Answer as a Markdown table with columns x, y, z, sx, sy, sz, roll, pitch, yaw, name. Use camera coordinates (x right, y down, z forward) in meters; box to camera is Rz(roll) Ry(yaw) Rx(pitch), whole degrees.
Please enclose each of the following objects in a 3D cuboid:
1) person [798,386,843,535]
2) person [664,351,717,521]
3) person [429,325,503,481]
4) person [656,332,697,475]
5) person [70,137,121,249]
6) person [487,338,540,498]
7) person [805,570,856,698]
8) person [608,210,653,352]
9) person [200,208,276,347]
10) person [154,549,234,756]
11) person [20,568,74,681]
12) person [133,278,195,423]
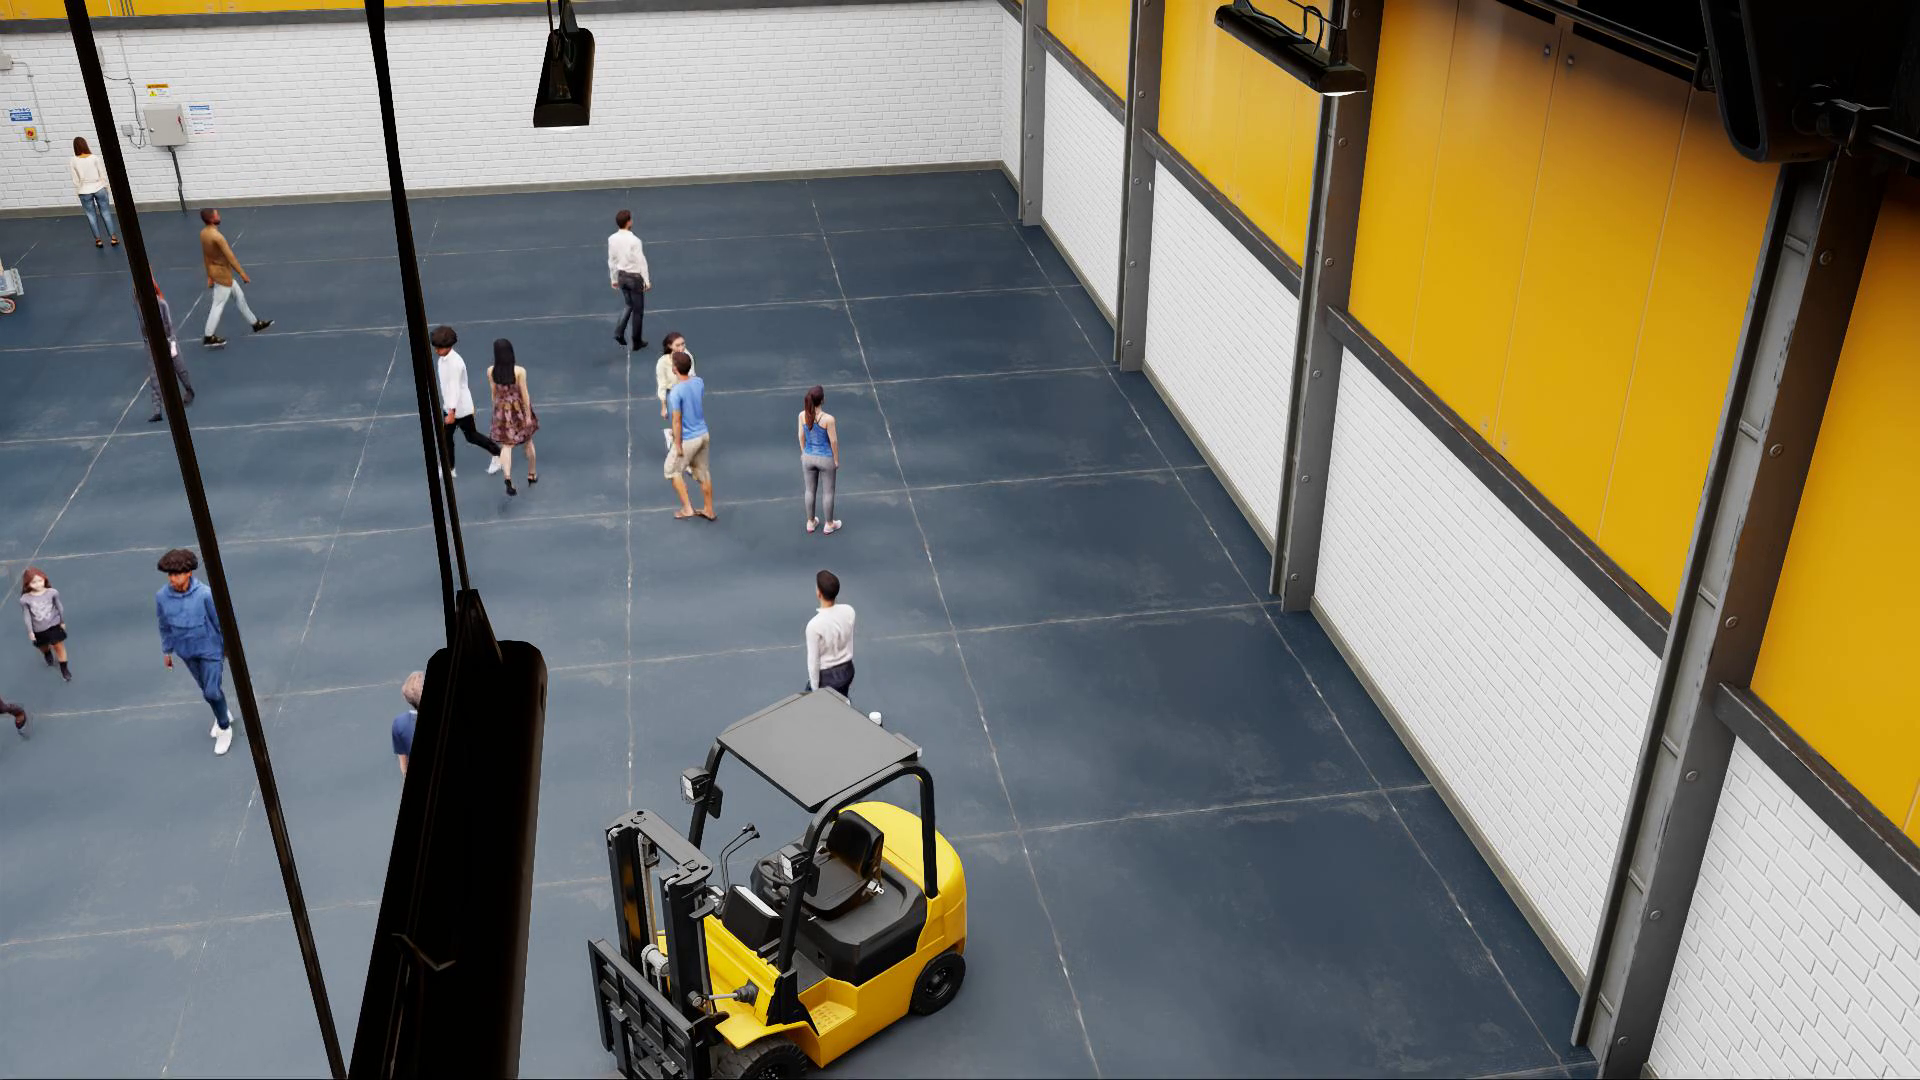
| x | y | z | sx | sy | sz | roll | pitch | yaw | name |
| --- | --- | --- | --- | --- | --- | --- | --- | --- | --- |
| -1.445 | -0.827 | 17.013 | 0.656 | 1.609 | 0.674 | 9 | 30 | 16 | person |
| -2.702 | -1.028 | 17.134 | 0.872 | 1.845 | 0.814 | 21 | 35 | 33 | person |
| -5.374 | -1.487 | 18.045 | 1.023 | 1.778 | 1.108 | -21 | 35 | -34 | person |
| -3.133 | -1.542 | 18.318 | 0.949 | 1.613 | 1.098 | -23 | 36 | -35 | person |
| -13.051 | -5.238 | 25.021 | 0.660 | 1.683 | 0.612 | -11 | 31 | -20 | person |
| -4.779 | -1.258 | 17.655 | 0.704 | 1.750 | 1.019 | 1 | 29 | 1 | person |
| -0.975 | 1.114 | 13.203 | 0.834 | 1.849 | 0.973 | -20 | 34 | -32 | person |
| -4.255 | -3.273 | 21.237 | 0.852 | 1.858 | 0.910 | 15 | 32 | 25 | person |
| -9.598 | -3.343 | 21.463 | 1.221 | 1.764 | 1.143 | 26 | 38 | 38 | person |
| -6.261 | 0.833 | 13.777 | 0.794 | 1.793 | 0.866 | 4 | 29 | 7 | person |
| -8.105 | 0.718 | 14.716 | 0.635 | 1.094 | 0.754 | -20 | 34 | -32 | person |
| -9.378 | -2.312 | 19.623 | 0.703 | 1.714 | 1.211 | -1 | 29 | -2 | person |
